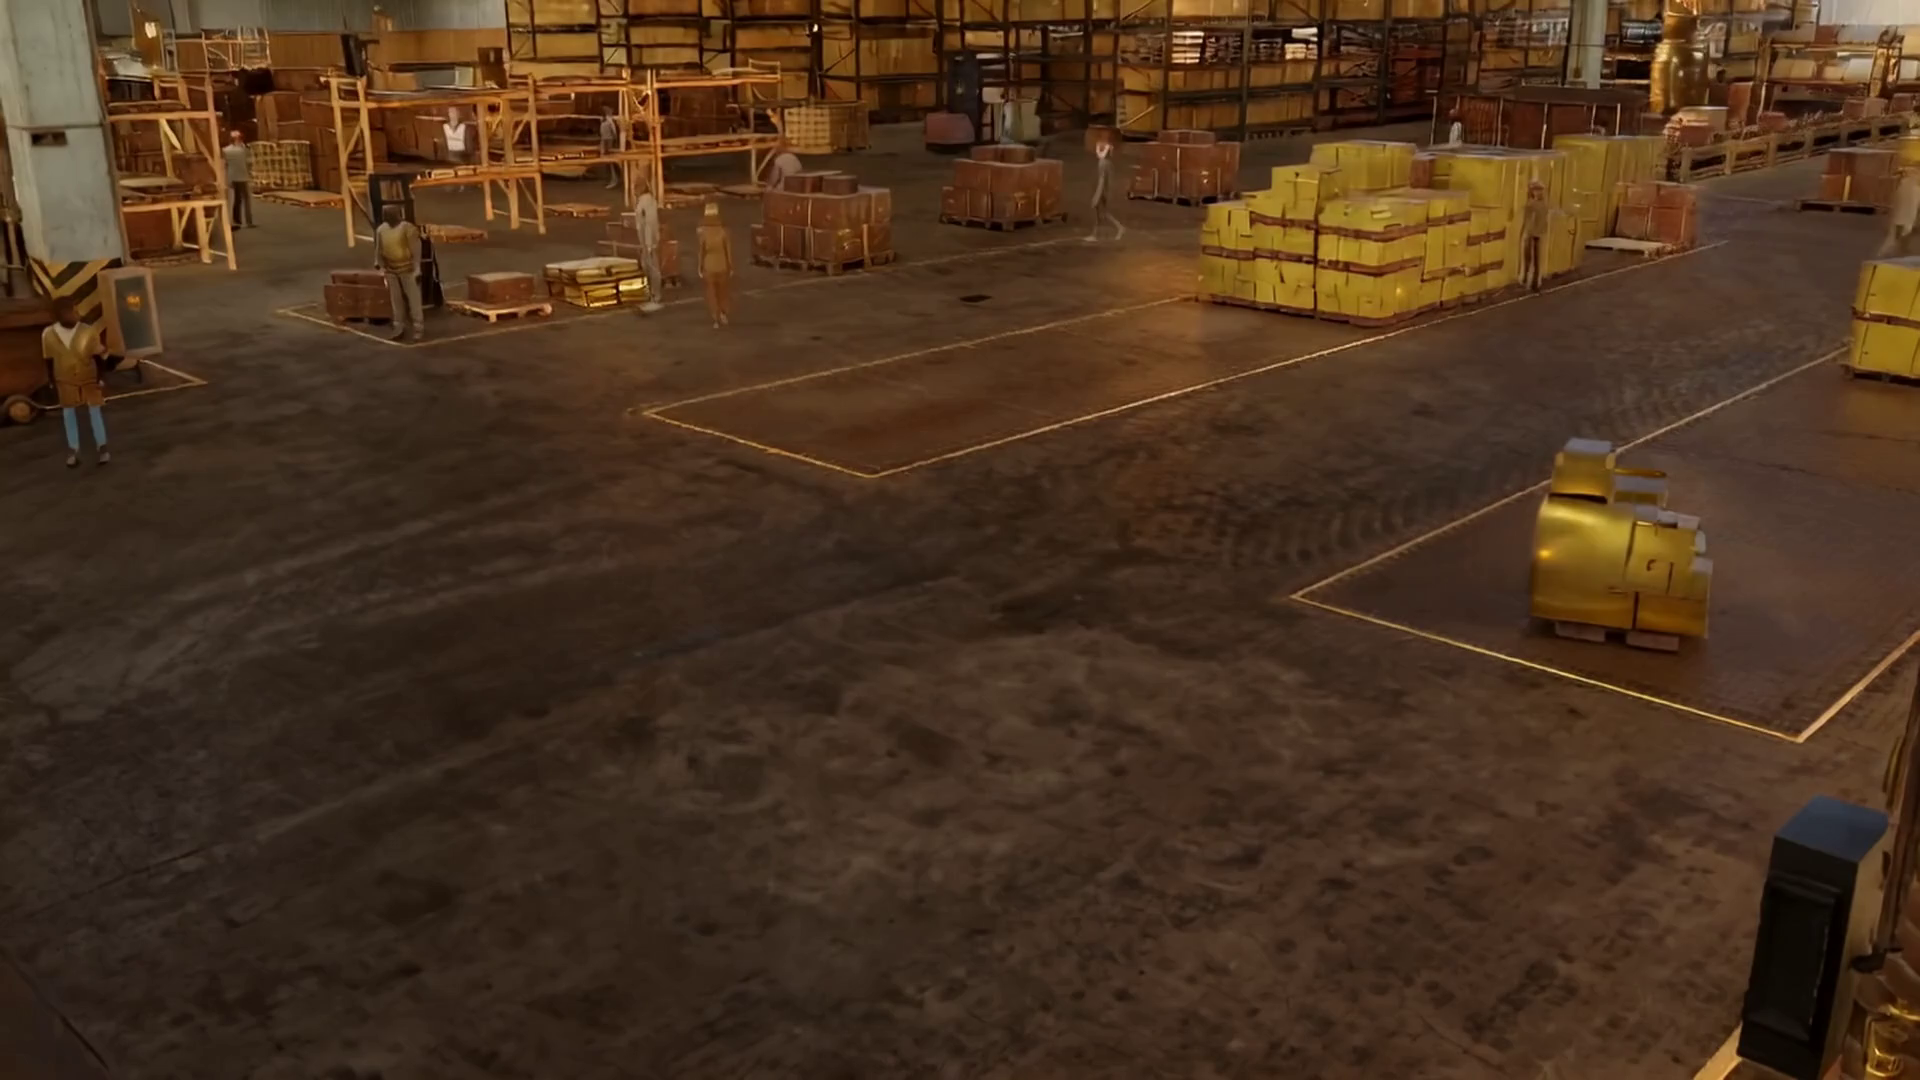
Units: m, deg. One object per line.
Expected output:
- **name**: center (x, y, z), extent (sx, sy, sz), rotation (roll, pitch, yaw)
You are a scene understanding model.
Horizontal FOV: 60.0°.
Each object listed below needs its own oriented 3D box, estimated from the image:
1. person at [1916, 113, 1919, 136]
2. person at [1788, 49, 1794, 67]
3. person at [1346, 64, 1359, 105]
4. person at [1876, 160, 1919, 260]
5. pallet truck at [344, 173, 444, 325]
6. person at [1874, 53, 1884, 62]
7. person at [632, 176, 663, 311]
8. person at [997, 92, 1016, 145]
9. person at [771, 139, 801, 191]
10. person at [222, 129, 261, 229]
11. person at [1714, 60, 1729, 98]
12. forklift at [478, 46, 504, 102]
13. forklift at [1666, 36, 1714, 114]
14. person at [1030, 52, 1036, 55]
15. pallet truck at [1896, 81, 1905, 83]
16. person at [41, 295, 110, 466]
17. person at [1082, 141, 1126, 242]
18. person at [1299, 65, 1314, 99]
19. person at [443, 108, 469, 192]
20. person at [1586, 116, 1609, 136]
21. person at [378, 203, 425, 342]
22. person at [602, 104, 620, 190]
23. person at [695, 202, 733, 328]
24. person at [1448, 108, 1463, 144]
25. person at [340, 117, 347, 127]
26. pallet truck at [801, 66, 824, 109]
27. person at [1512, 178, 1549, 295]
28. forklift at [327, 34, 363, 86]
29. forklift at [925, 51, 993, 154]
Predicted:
- **person**: center (27.335, -11.755, 47.064), extent (0.697, 1.669, 0.552), rotation (-15, 24, -39)
- **person**: center (41.885, -24.090, 84.066), extent (0.947, 1.802, 0.628), rotation (7, 20, 20)
- **person**: center (15.908, -18.392, 67.148), extent (0.515, 1.620, 0.368), rotation (-17, 25, -41)
- **person**: center (15.217, -5.106, 26.635), extent (1.008, 1.935, 0.620), rotation (-1, 18, -4)
- **pallet truck**: center (-8.209, -4.181, 23.757), extent (0.823, 1.965, 1.885), rotation (3, 19, 9)
- **person**: center (38.888, -19.715, 70.652), extent (0.627, 1.953, 0.908), rotation (14, 23, 36)
- **person**: center (-4.570, -4.335, 24.317), extent (0.353, 1.936, 0.633), rotation (-6, 19, -17)
- **person**: center (1.200, -11.422, 45.856), extent (0.973, 1.813, 0.557), rotation (2, 18, 7)
- **person**: center (-3.171, -6.345, 30.390), extent (0.425, 1.926, 0.642), rotation (16, 24, 39)
- **person**: center (-14.081, -7.057, 32.531), extent (0.594, 1.927, 0.367), rotation (7, 20, 21)
- **person**: center (29.768, -17.845, 65.129), extent (1.053, 1.878, 0.622), rotation (-15, 24, -38)
- **forklift**: center (-14.397, -13.832, 51.456), extent (1.129, 2.768, 1.873), rotation (17, 25, 41)
- **forklift**: center (27.341, -17.291, 61.877), extent (1.129, 2.768, 1.873), rotation (17, 25, 41)
- **person**: center (3.482, -22.935, 80.360), extent (0.615, 1.931, 1.029), rotation (17, 25, 41)
- **pallet truck**: center (34.802, -16.331, 61.455), extent (0.653, 1.274, 1.630), rotation (17, 25, 41)
- **person**: center (-8.695, -1.568, 16.356), extent (0.540, 1.696, 0.315), rotation (-5, 19, -16)
- **person**: center (2.684, -6.422, 30.749), extent (0.735, 1.849, 0.522), rotation (2, 18, 6)
- **person**: center (13.007, -16.856, 62.268), extent (0.641, 1.799, 0.963), rotation (0, 18, -1)
- **person**: center (-11.618, -9.006, 38.429), extent (0.586, 1.908, 0.441), rotation (0, 18, 1)
- **person**: center (13.139, -7.758, 34.467), extent (0.713, 2.000, 0.539), rotation (-3, 19, -9)
- **person**: center (-7.439, -3.551, 22.119), extent (0.623, 1.841, 0.430), rotation (4, 19, 13)
- **person**: center (-8.169, -9.174, 38.849), extent (0.368, 1.966, 0.603), rotation (2, 18, 6)
- **person**: center (-3.395, -3.798, 23.008), extent (0.511, 1.727, 0.353), rotation (-3, 19, -9)
- **person**: center (11.326, -8.943, 38.214), extent (0.373, 1.928, 0.543), rotation (6, 19, 18)
- **person**: center (-14.870, -9.541, 40.075), extent (0.554, 1.882, 0.679), rotation (17, 25, 41)
- **pallet truck**: center (-4.812, -15.182, 56.903), extent (0.823, 1.965, 1.885), rotation (-9, 21, -26)
- **person**: center (8.800, -4.670, 25.595), extent (0.533, 1.768, 0.310), rotation (-11, 21, -30)
- **forklift**: center (-23.625, -18.244, 64.750), extent (1.129, 2.768, 1.873), rotation (17, 25, 41)
- **forklift**: center (-0.013, -12.538, 47.557), extent (1.129, 2.768, 1.873), rotation (17, 25, 41)
